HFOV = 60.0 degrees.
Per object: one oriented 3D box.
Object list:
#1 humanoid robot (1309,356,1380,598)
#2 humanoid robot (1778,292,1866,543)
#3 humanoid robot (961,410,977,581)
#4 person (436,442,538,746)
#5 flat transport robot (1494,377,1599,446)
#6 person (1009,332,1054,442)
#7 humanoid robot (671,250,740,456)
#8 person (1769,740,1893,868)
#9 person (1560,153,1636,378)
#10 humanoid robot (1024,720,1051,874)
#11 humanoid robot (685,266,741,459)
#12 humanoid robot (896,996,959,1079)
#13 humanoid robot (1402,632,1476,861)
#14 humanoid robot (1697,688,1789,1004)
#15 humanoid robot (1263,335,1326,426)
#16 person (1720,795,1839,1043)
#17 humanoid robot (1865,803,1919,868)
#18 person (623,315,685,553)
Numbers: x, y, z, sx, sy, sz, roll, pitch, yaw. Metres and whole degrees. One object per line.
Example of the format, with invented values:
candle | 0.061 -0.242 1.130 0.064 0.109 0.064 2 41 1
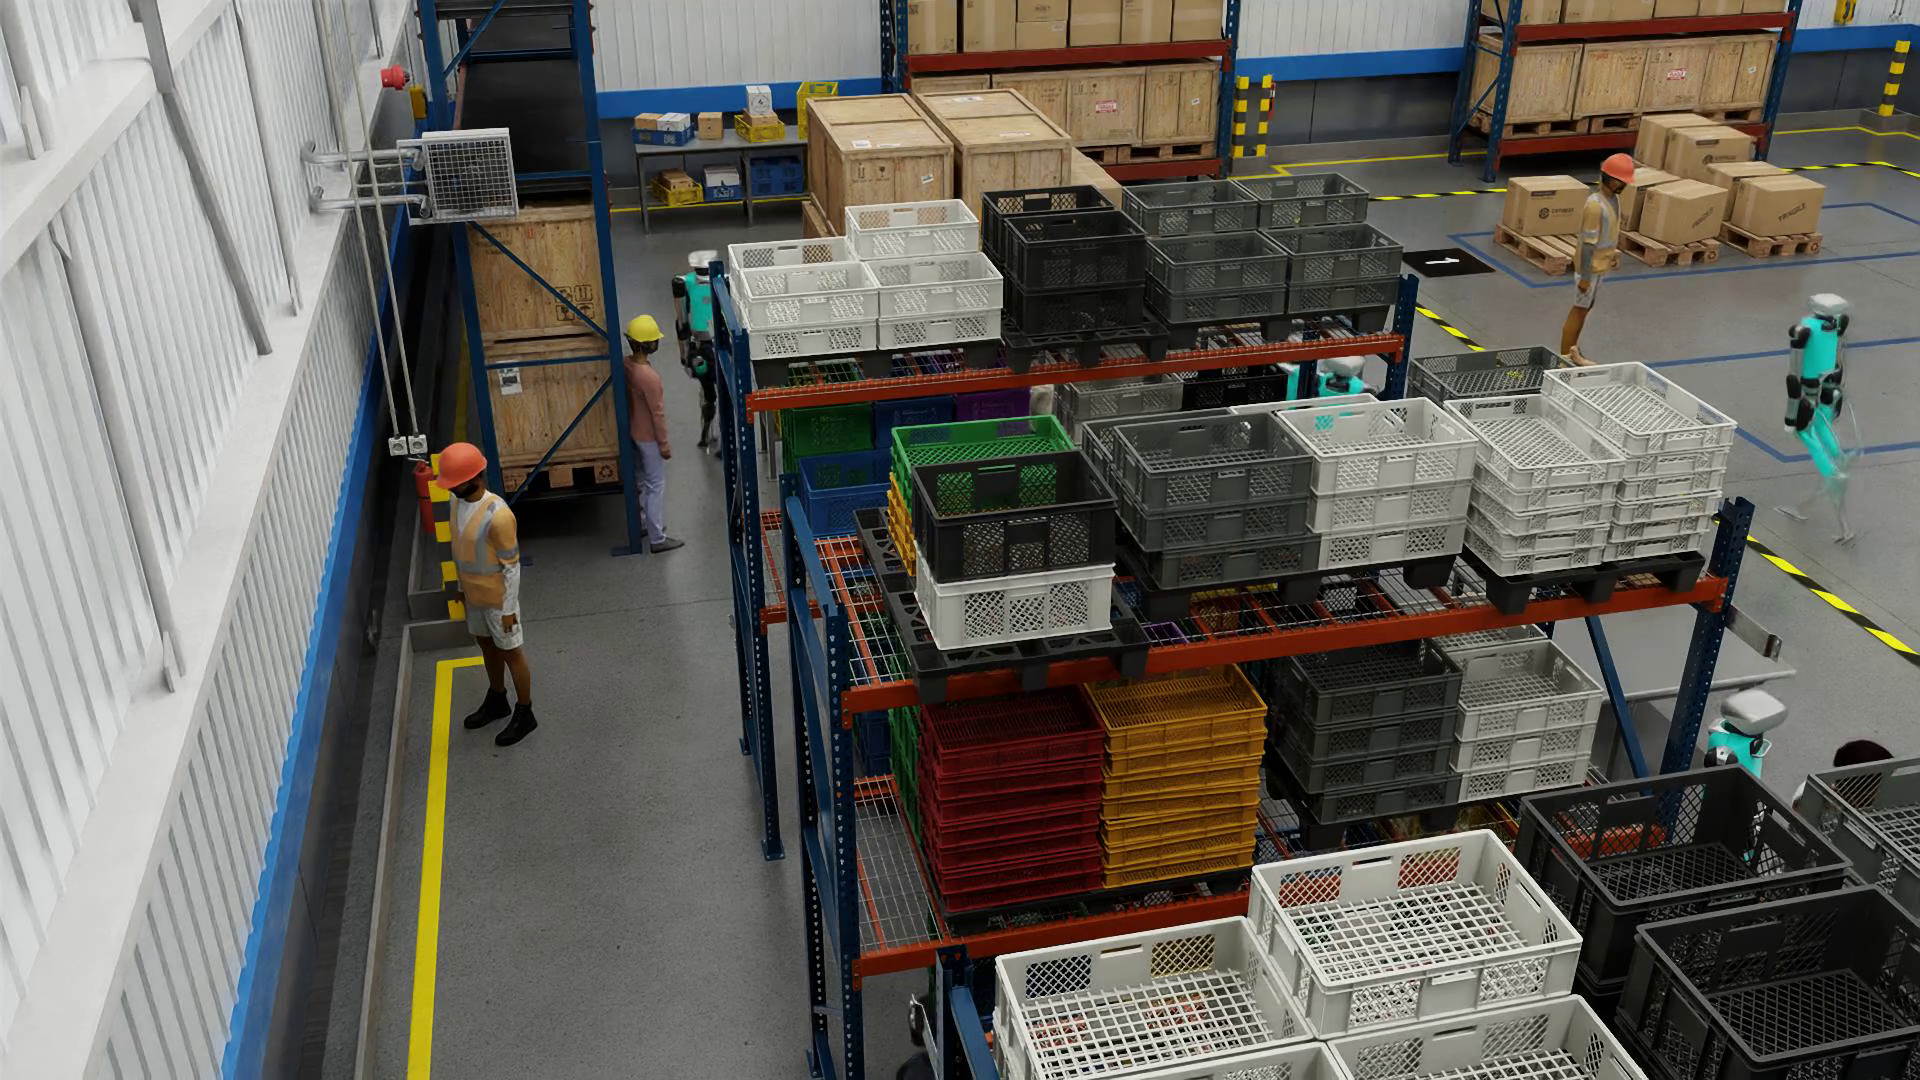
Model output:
humanoid robot | 2.375 -0.319 11.139 0.548 1.837 0.713 18 33 31
humanoid robot | 6.380 -0.856 12.114 0.543 1.801 0.824 -14 31 -25
humanoid robot | -0.035 -0.100 10.724 0.377 1.648 0.589 -4 28 -7
person | -2.770 0.306 9.687 0.541 1.929 0.364 21 35 35
flat transport robot | 4.780 -1.036 14.013 0.659 0.231 1.431 -6 28 -12
person | 0.432 -0.627 11.561 0.502 1.839 0.339 19 33 32
humanoid robot | -1.986 -1.521 13.358 0.530 1.789 0.684 -3 28 -6
person | 3.610 1.667 7.128 0.401 1.914 0.592 5 28 10
person | 5.655 -2.429 14.764 0.400 2.031 0.609 18 33 30
humanoid robot | 0.422 1.159 8.336 0.785 1.830 0.552 3 28 5
humanoid robot | -1.966 -1.448 13.276 0.610 1.653 0.310 14 31 25
humanoid robot | -0.105 2.338 6.103 0.347 1.646 0.589 19 33 32
humanoid robot | 2.389 1.111 8.423 0.376 1.643 0.602 -3 28 -6
humanoid robot | 3.631 1.492 7.499 0.735 1.674 0.533 21 34 34
humanoid robot | 2.423 -0.615 11.637 0.677 1.803 0.534 -20 34 -33
person | 3.382 1.830 6.937 0.651 1.798 0.930 -6 28 -11
humanoid robot | 3.962 1.758 7.191 0.325 1.646 0.586 -11 30 -20
person | -2.222 -0.765 11.901 0.337 1.759 0.526 -18 33 -31
